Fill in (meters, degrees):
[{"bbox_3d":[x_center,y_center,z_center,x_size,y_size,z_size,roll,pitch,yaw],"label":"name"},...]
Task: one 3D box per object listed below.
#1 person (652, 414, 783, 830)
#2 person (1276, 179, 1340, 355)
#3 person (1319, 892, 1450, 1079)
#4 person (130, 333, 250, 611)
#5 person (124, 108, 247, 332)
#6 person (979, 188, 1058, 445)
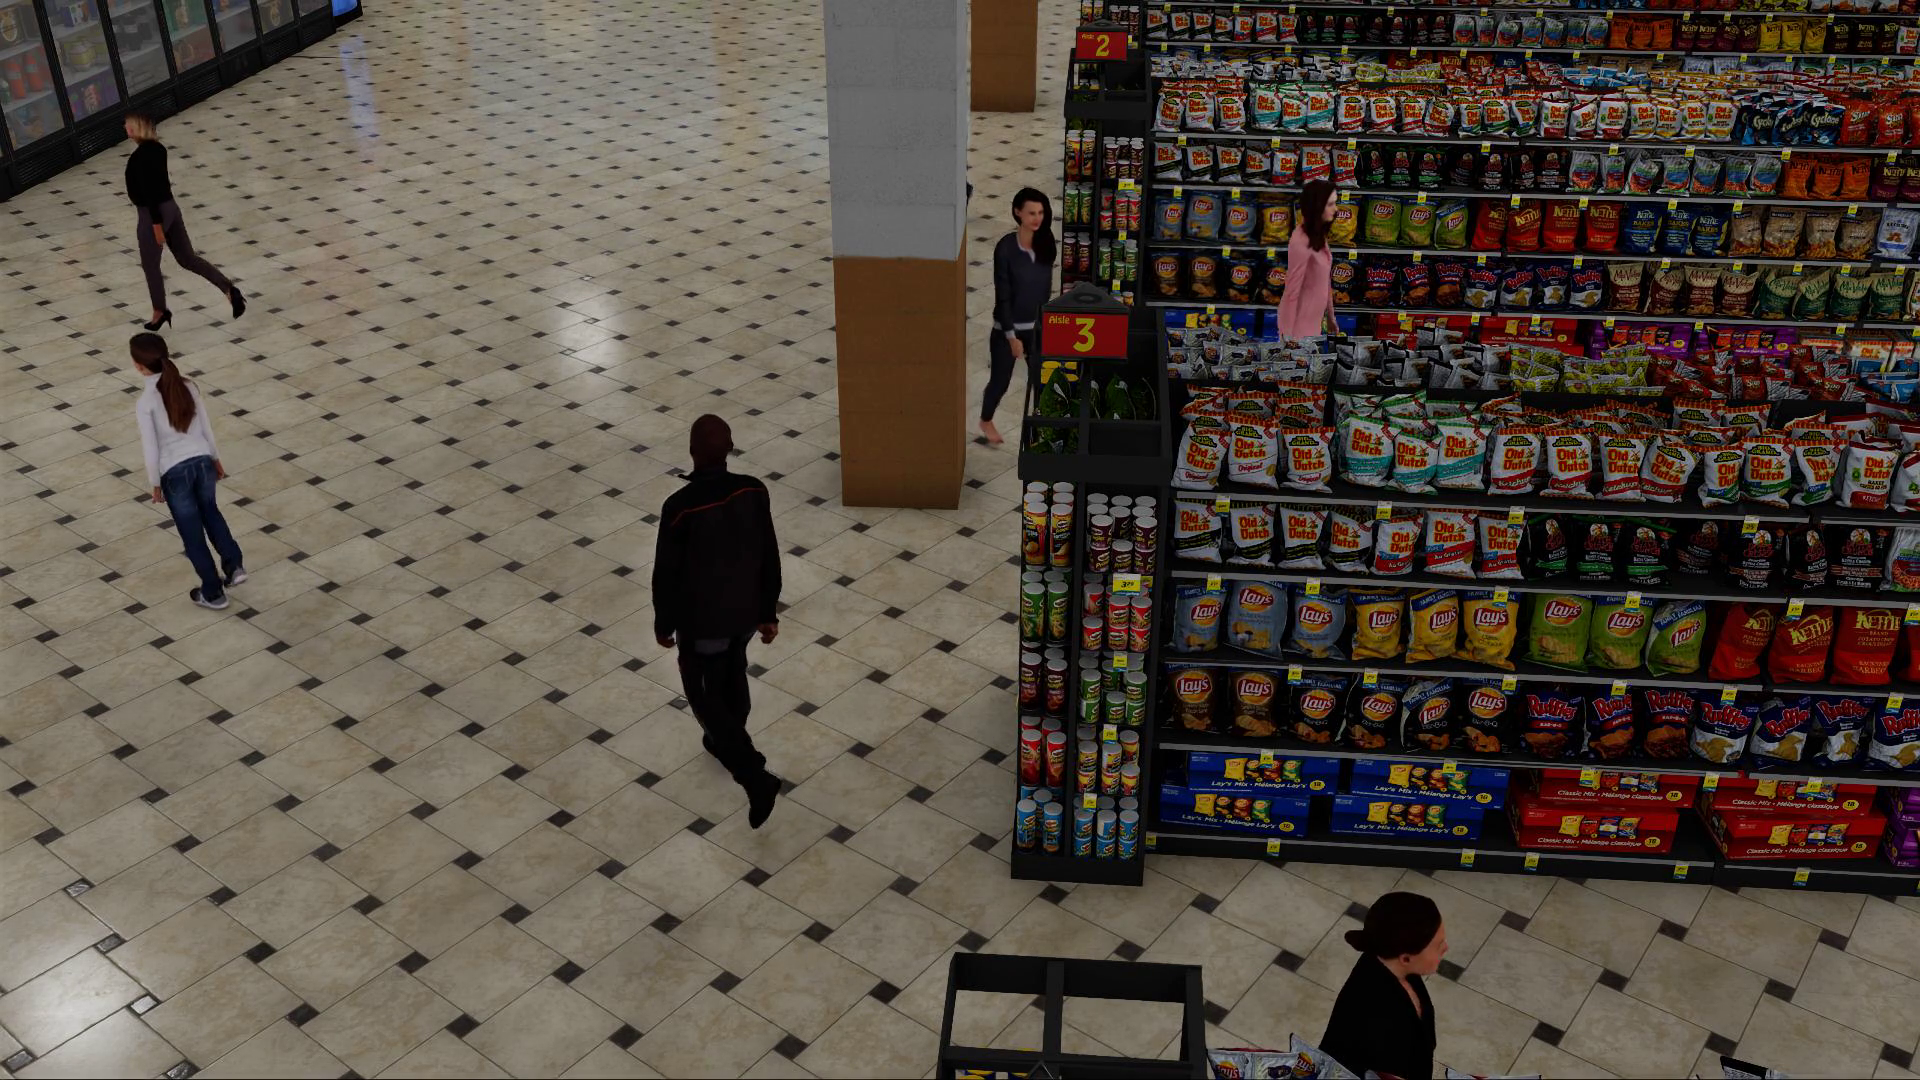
[{"bbox_3d":[-0.983,0.362,7.070,1.122,1.795,1.160,-19,34,-31],"label":"person"},{"bbox_3d":[2.005,-1.334,10.182,0.823,1.787,0.736,11,31,20],"label":"person"},{"bbox_3d":[1.053,1.684,4.741,0.652,1.705,0.684,4,29,8],"label":"person"},{"bbox_3d":[-3.946,-0.328,8.591,0.710,1.546,0.651,16,33,27],"label":"person"},{"bbox_3d":[-5.700,-2.287,12.082,1.034,1.641,0.668,0,29,-1],"label":"person"},{"bbox_3d":[0.310,-1.298,10.177,1.116,1.729,1.029,-14,32,-24],"label":"person"}]
